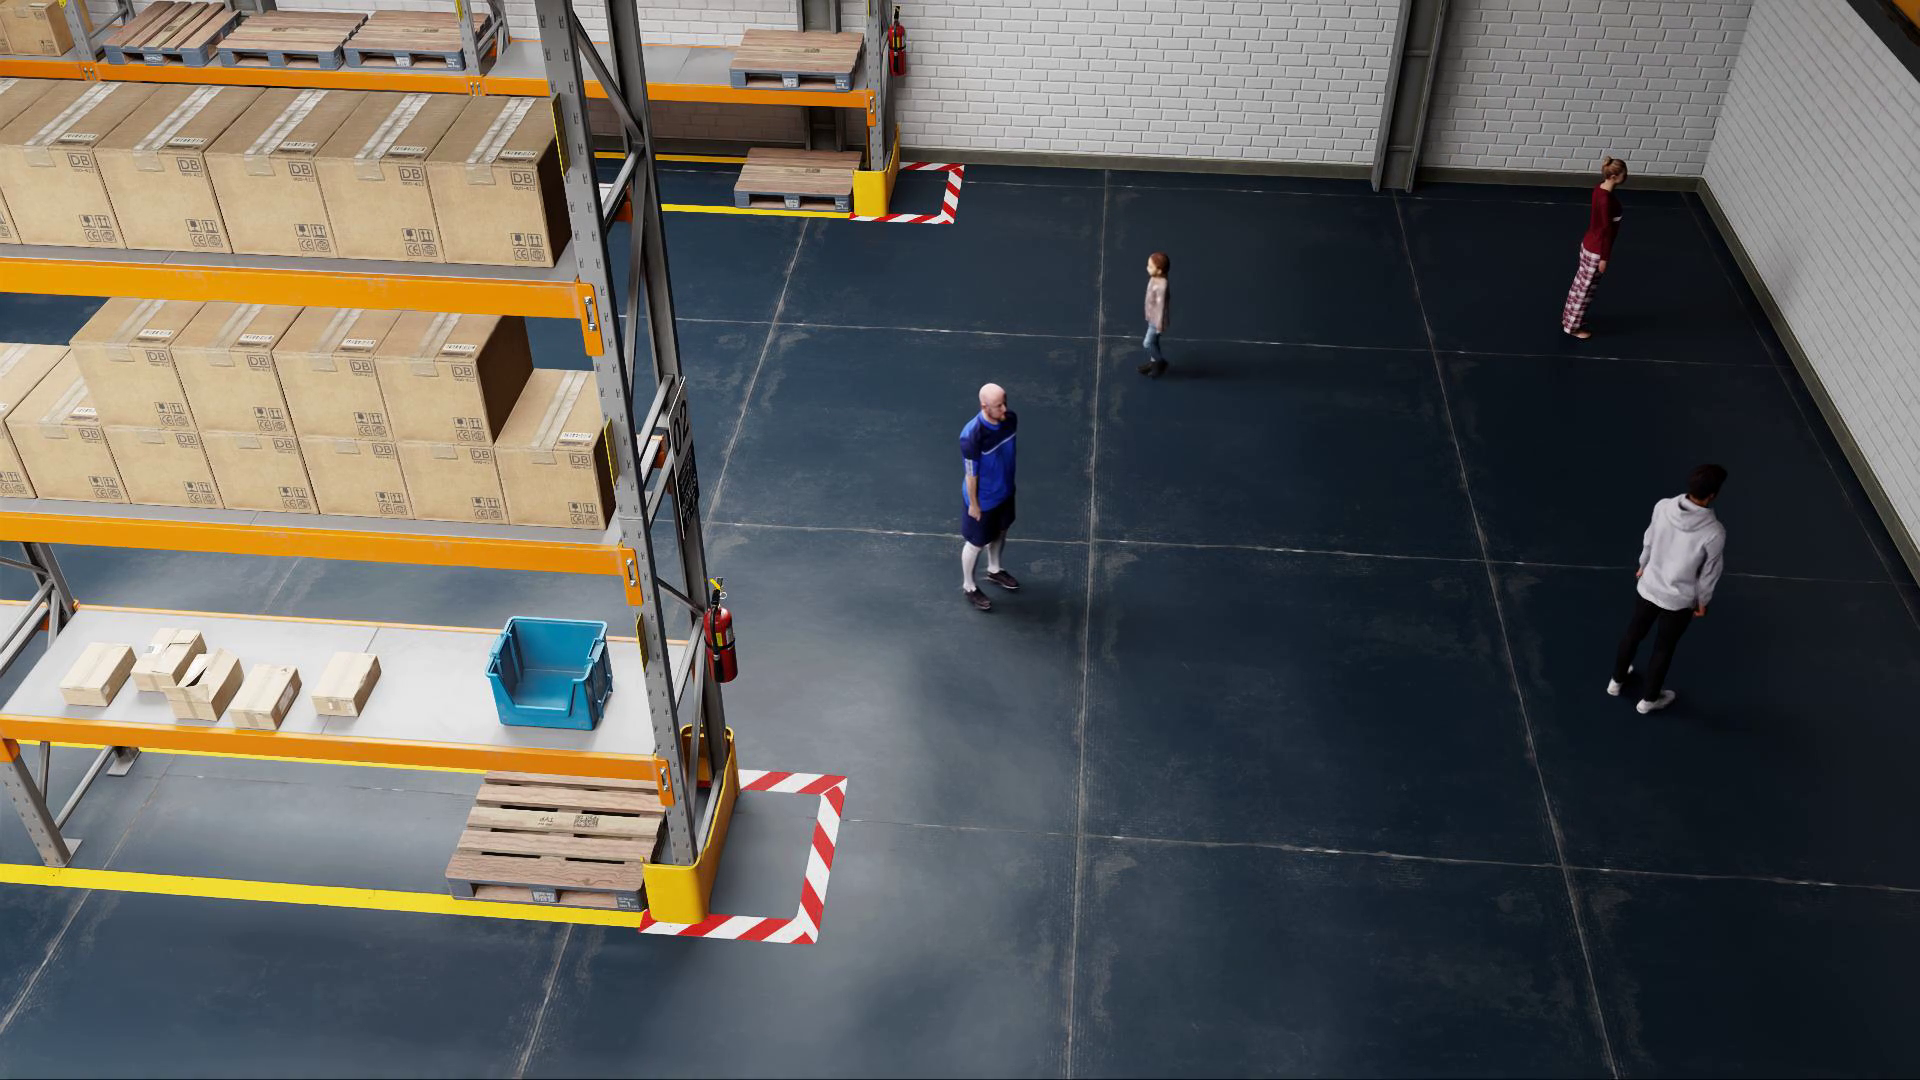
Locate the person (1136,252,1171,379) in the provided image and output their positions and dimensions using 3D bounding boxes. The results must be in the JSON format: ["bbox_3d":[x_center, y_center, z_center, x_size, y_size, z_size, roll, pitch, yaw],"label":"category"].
[{"bbox_3d":[1.738,-1.923,14.285,0.531,1.187,0.528,-3,39,-3],"label":"person"}]

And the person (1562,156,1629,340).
[{"bbox_3d":[5.635,-2.602,14.726,0.497,1.697,0.612,4,39,5],"label":"person"}]

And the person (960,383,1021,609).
[{"bbox_3d":[0.209,-0.347,11.789,0.774,1.839,0.760,26,46,29],"label":"person"}]

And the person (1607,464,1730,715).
[{"bbox_3d":[4.645,0.310,10.894,0.819,1.930,0.760,-27,46,-30],"label":"person"}]
